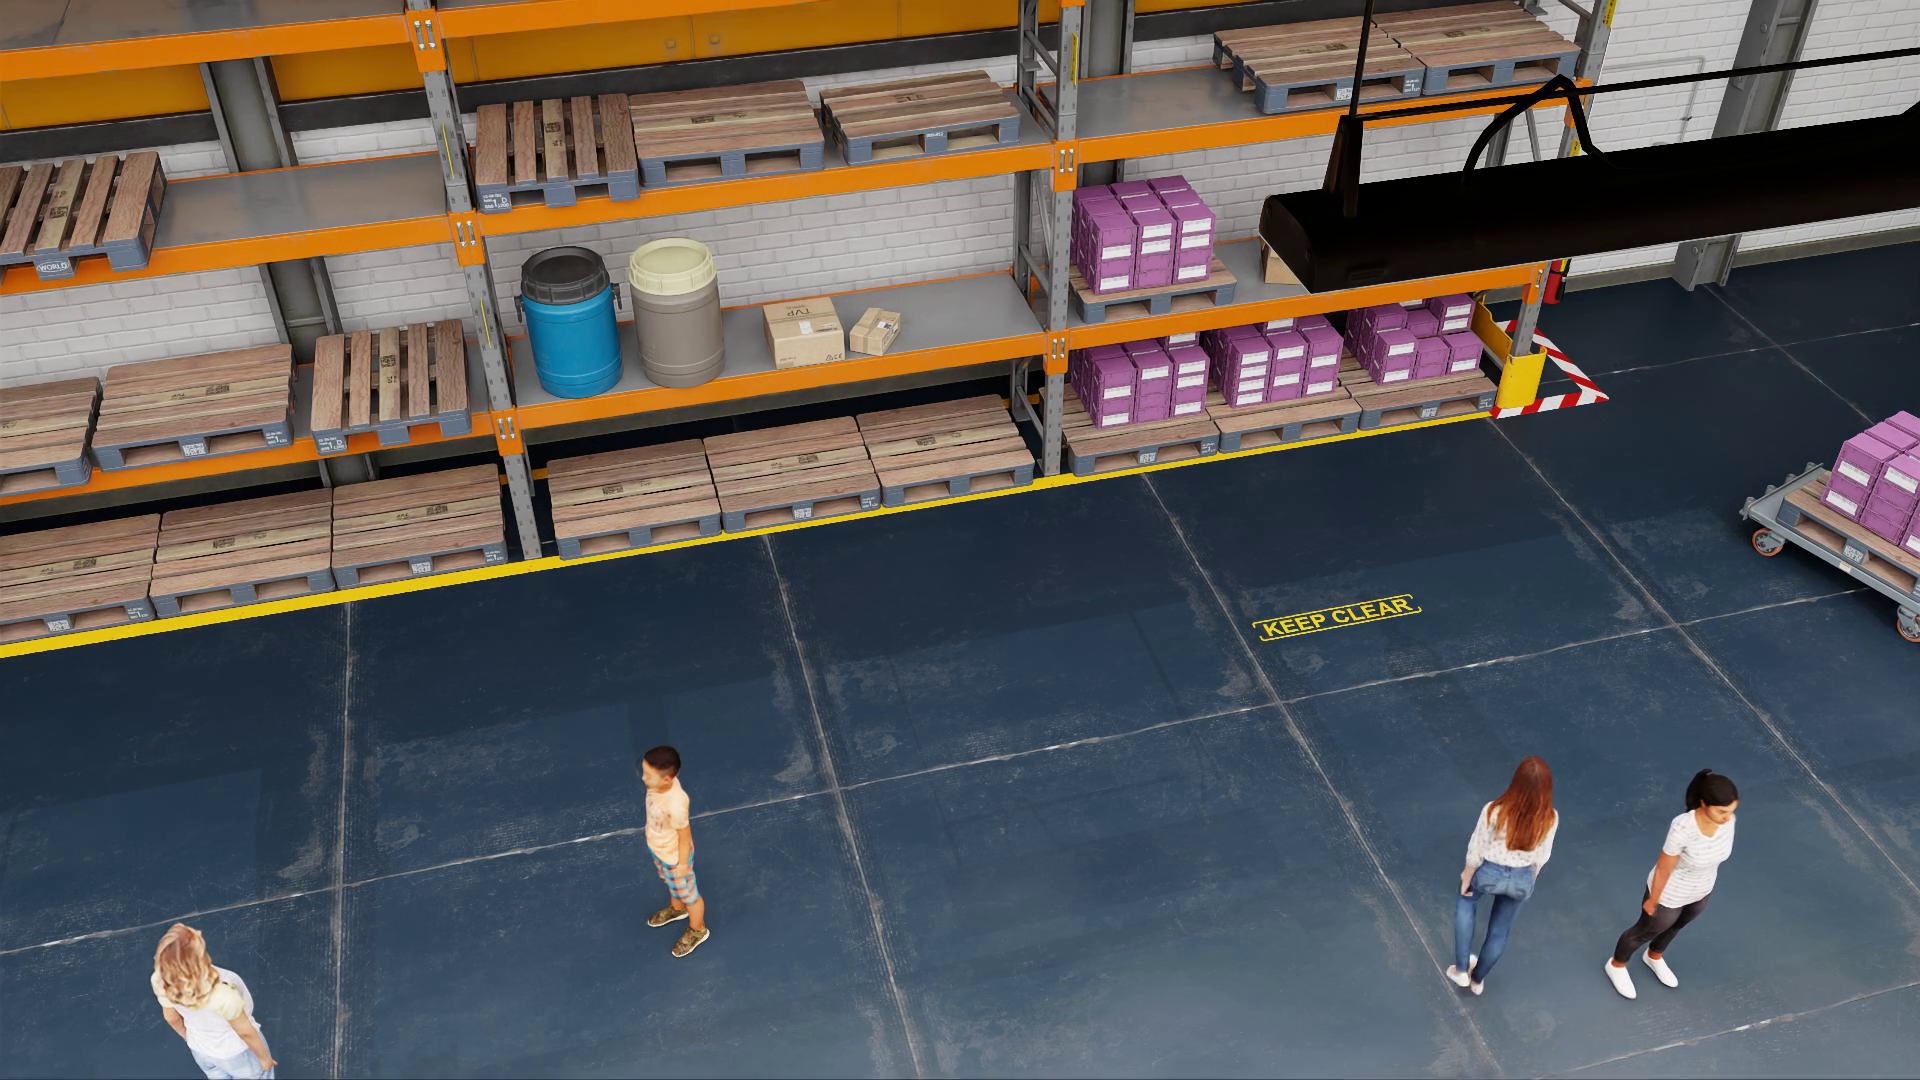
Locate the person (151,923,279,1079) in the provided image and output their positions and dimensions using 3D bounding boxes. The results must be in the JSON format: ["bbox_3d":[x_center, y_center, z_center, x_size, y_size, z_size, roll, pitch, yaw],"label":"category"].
[{"bbox_3d":[-3.517,2.436,7.975,0.650,1.723,0.769,9,39,11],"label":"person"}]

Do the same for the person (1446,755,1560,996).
[{"bbox_3d":[2.857,1.831,8.736,0.694,1.719,0.762,7,39,9],"label":"person"}]

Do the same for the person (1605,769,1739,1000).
[{"bbox_3d":[3.802,1.824,8.809,0.494,1.638,0.644,-15,41,-18],"label":"person"}]

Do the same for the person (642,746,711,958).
[{"bbox_3d":[-1.583,1.672,9.141,0.594,1.461,0.585,-25,45,-28],"label":"person"}]
